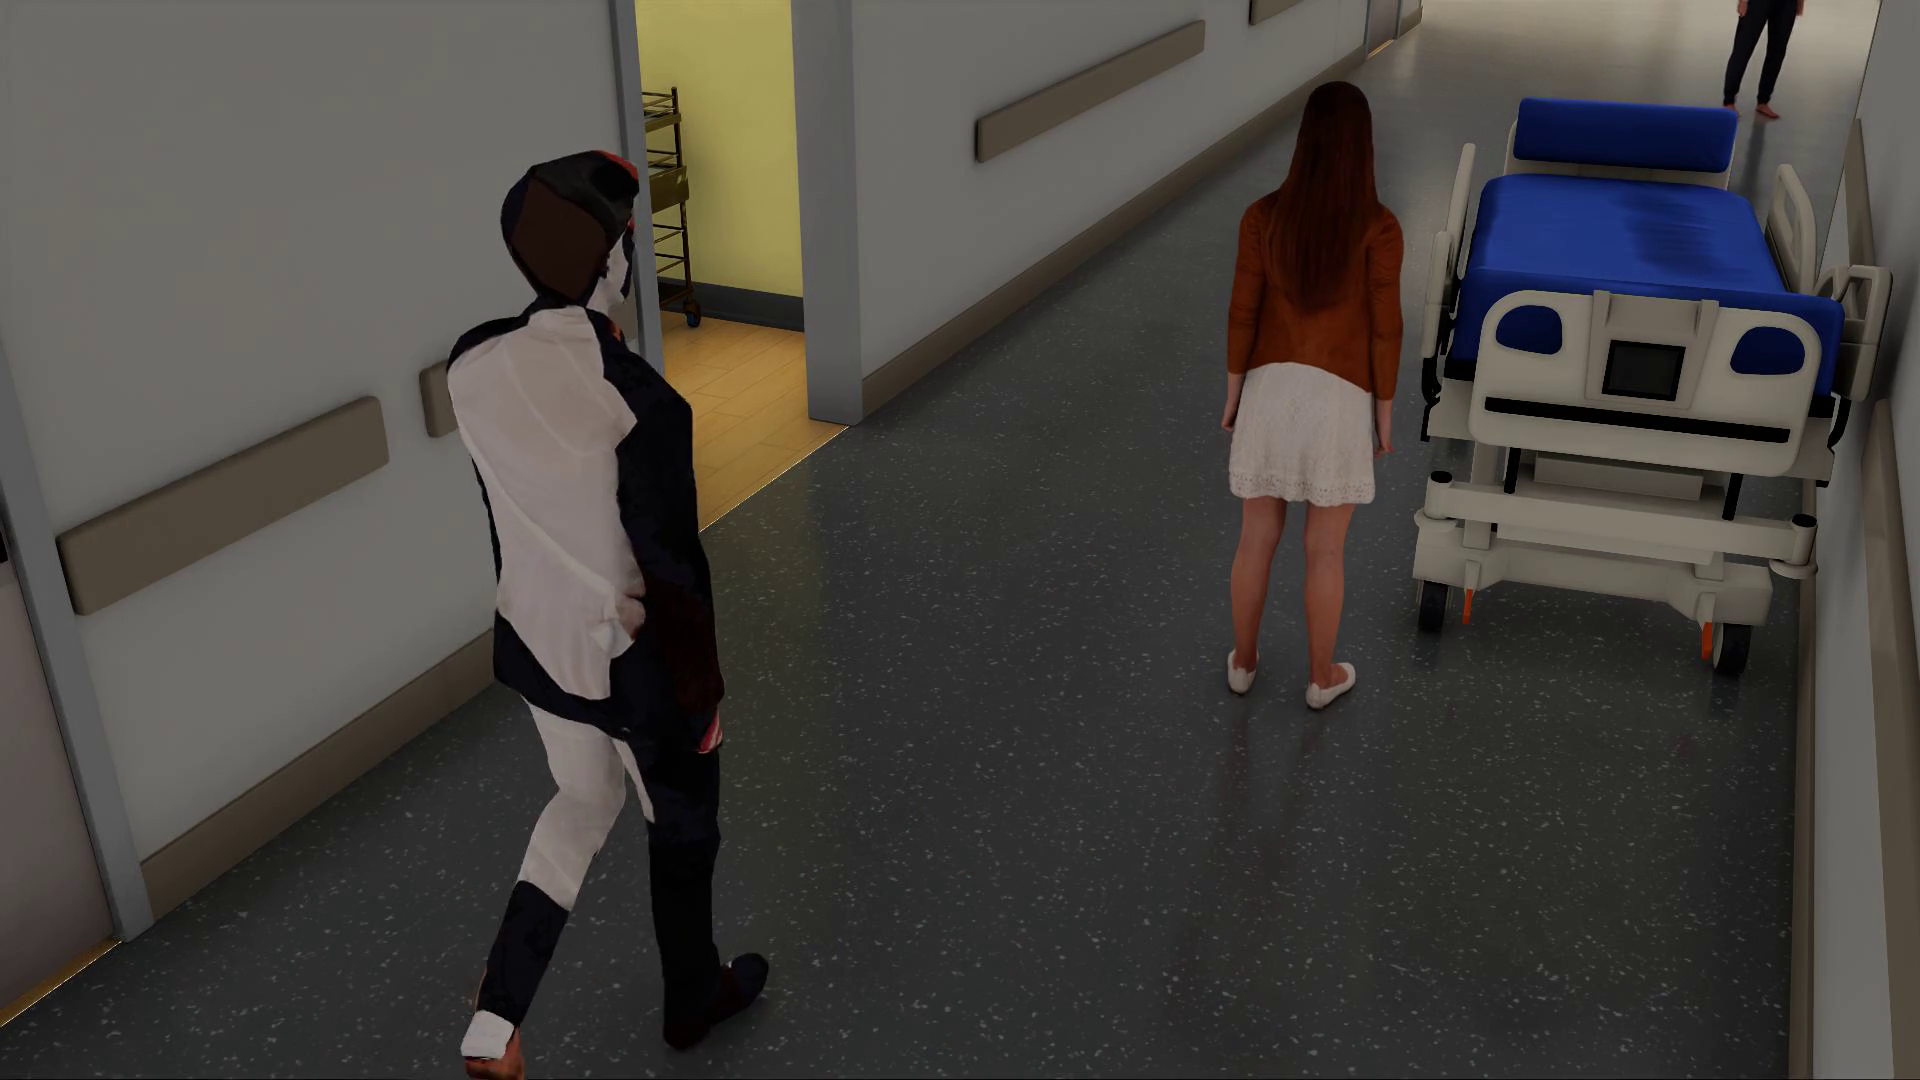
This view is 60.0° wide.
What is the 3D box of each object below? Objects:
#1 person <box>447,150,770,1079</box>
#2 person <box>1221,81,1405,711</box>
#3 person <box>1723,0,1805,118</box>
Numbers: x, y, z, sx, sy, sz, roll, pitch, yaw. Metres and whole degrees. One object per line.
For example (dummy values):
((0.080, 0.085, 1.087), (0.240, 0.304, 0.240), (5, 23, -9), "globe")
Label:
((-0.706, 0.255, 3.047), (0.904, 1.875, 0.780), (13, 29, 26), "person")
((0.933, -0.357, 4.498), (0.492, 1.717, 0.677), (11, 28, 21), "person")
((5.798, -3.911, 11.861), (0.626, 1.724, 0.763), (-1, 26, -1), "person")
